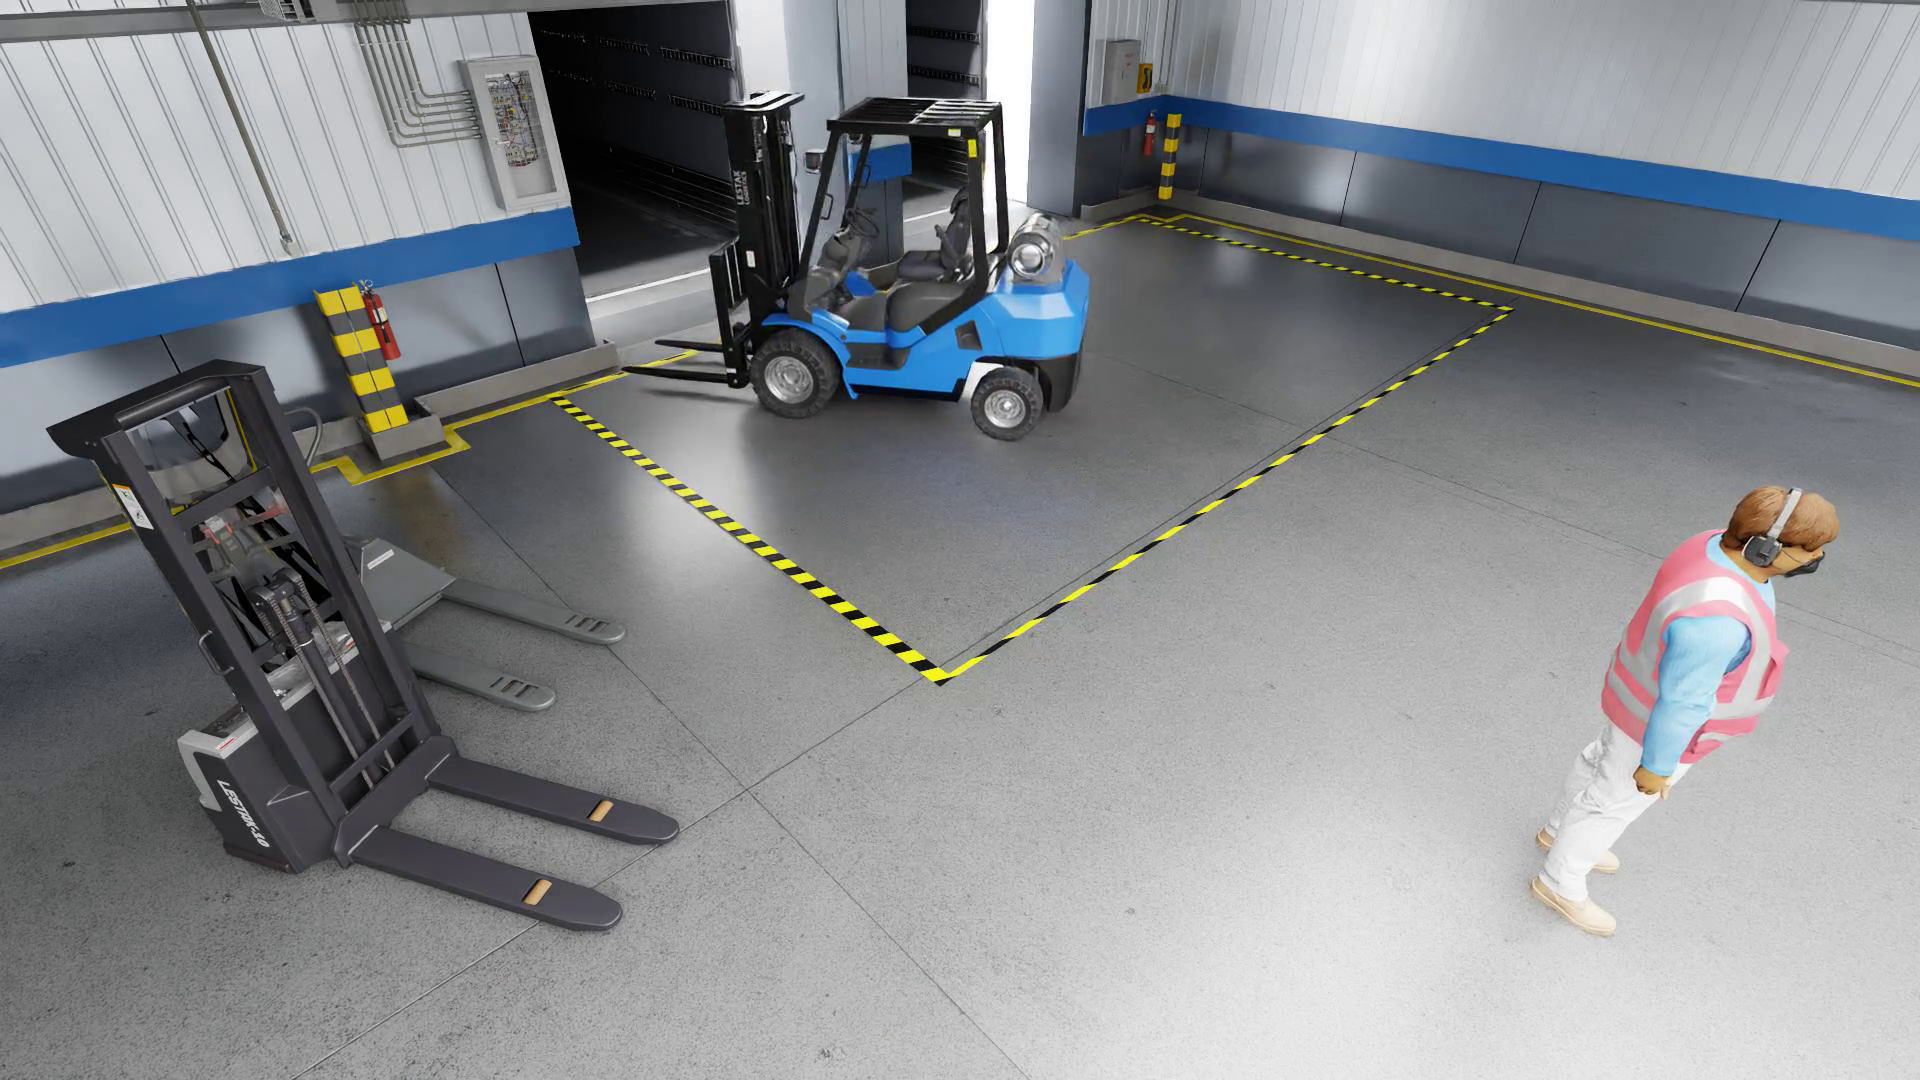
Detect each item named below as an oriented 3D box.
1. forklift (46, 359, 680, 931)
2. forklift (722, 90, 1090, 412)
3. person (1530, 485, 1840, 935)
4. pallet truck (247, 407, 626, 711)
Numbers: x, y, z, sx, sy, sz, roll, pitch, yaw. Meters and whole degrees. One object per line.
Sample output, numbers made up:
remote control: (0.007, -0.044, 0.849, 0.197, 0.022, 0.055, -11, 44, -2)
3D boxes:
forklift: (-2.135, 0.422, 3.354, 1.885, 1.965, 0.823, 10, 35, 14)
forklift: (-0.383, -2.155, 6.823, 2.680, 2.036, 1.157, 7, 35, 9)
person: (2.465, 0.618, 3.202, 0.429, 1.842, 0.632, 21, 39, 28)
pallet truck: (-2.628, 0.038, 4.590, 1.601, 1.201, 0.680, 12, 36, 18)
